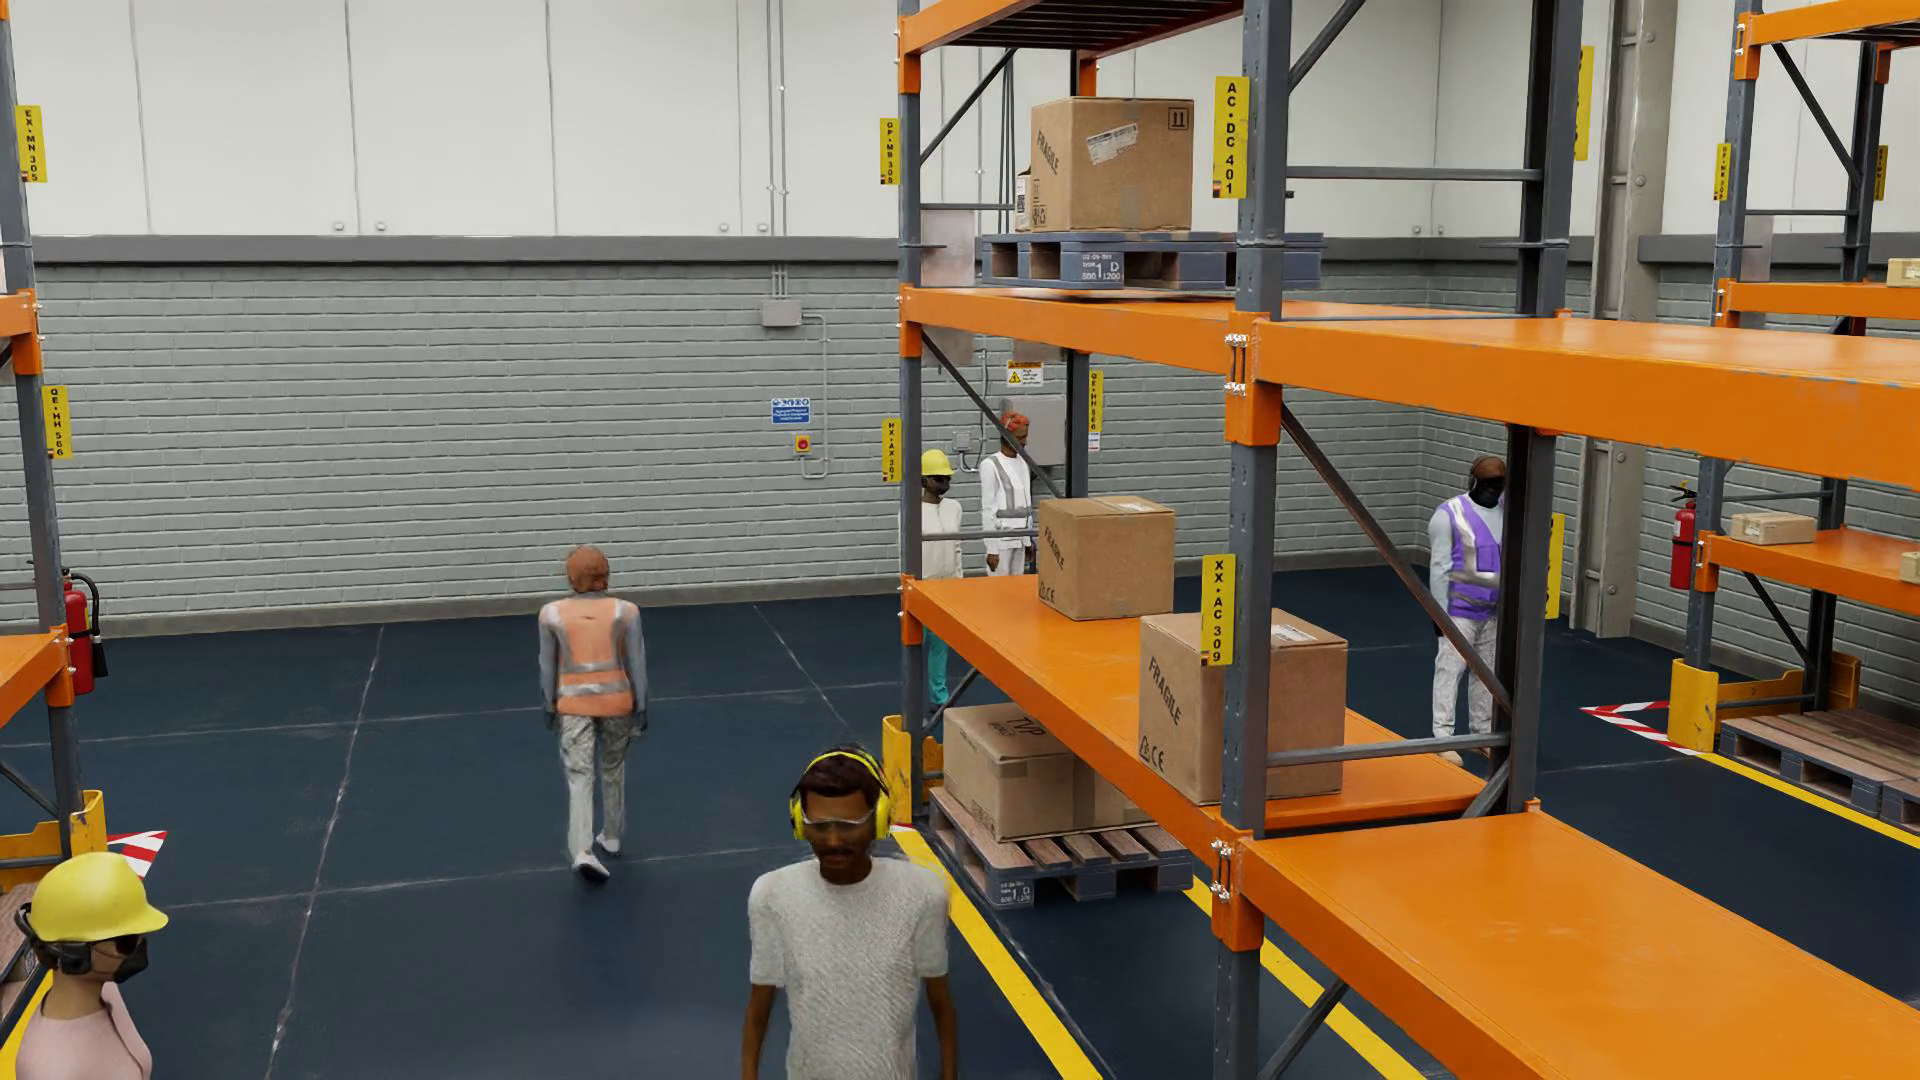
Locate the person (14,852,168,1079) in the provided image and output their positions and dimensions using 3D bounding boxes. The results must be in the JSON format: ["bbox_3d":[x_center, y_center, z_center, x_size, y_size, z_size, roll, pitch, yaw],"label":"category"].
[{"bbox_3d":[-1.871,1.533,3.652,0.349,1.759,0.522,-3,10,-18],"label":"person"}]

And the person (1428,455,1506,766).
[{"bbox_3d":[3.053,0.414,9.802,0.619,1.838,0.430,-3,11,-19],"label":"person"}]

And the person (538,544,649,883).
[{"bbox_3d":[-1.764,0.834,8.049,0.517,1.605,0.737,-3,10,-16],"label":"person"}]

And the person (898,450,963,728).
[{"bbox_3d":[-0.167,0.305,10.618,0.530,1.769,0.320,-10,14,-44],"label":"person"}]

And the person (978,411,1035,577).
[{"bbox_3d":[0.348,0.024,11.873,0.356,1.887,0.572,6,11,30],"label":"person"}]

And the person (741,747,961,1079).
[{"bbox_3d":[-0.281,1.420,4.019,0.566,1.842,0.808,1,10,6],"label":"person"}]
